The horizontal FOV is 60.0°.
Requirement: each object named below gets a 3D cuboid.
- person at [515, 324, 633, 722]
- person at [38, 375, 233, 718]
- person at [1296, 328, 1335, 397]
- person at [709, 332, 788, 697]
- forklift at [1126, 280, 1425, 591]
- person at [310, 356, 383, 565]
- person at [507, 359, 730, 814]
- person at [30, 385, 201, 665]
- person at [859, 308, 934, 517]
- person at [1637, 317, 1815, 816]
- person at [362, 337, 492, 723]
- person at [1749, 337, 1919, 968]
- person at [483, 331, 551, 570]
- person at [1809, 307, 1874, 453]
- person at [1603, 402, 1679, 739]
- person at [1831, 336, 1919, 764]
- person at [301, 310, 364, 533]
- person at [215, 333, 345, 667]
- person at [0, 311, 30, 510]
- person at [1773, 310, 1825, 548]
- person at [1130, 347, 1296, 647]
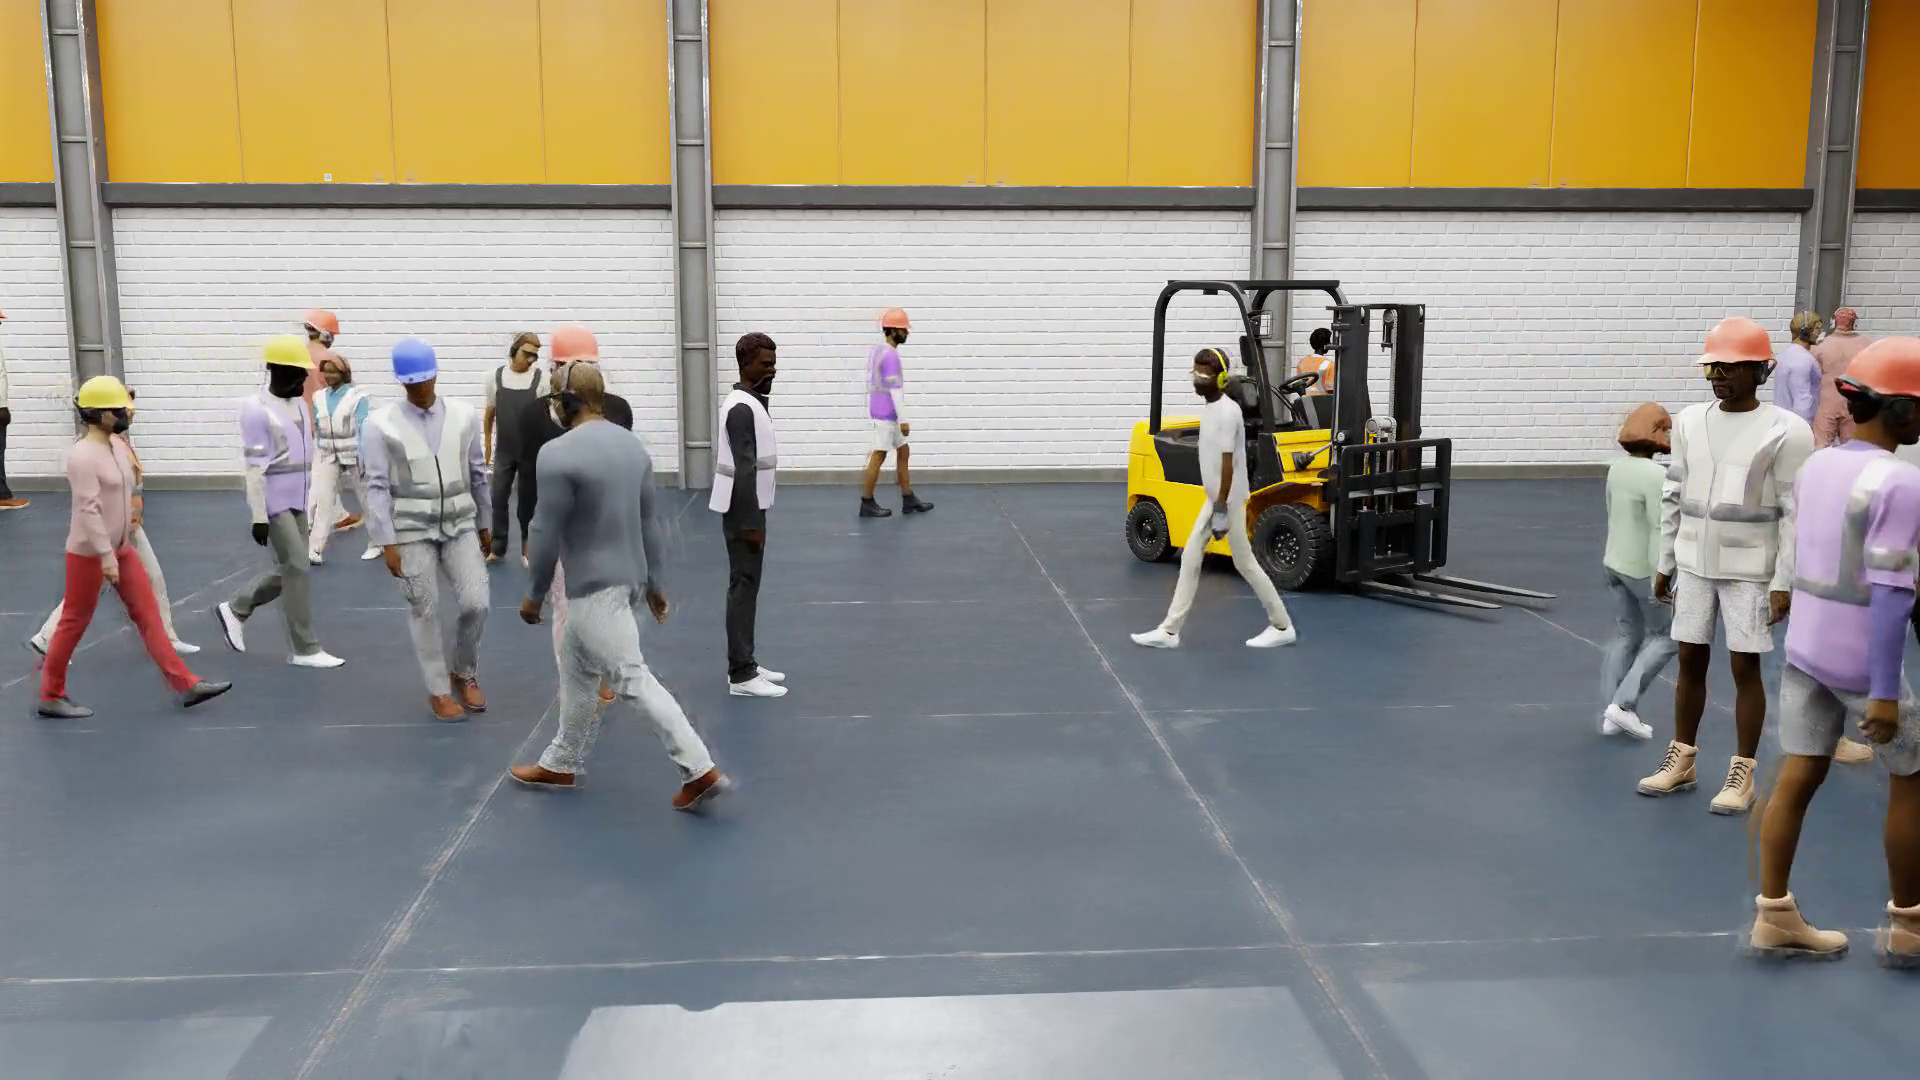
[{"bbox_3d":[-1.873,-0.074,8.210,0.630,1.975,0.433,-5,10,-29],"label":"person"},{"bbox_3d":[-4.208,0.045,8.281,0.929,1.714,0.551,0,9,-3],"label":"person"},{"bbox_3d":[3.609,-1.301,16.833,0.320,1.689,0.530,-6,11,-33],"label":"person"},{"bbox_3d":[-1.126,-0.138,8.823,0.398,1.915,0.588,-1,9,-4],"label":"person"},{"bbox_3d":[2.301,-0.860,12.475,1.214,2.155,2.313,-6,11,-35],"label":"forklift"},{"bbox_3d":[-4.726,-0.593,12.650,0.542,1.590,0.885,2,9,14],"label":"person"},{"bbox_3d":[-1.422,0.194,6.886,1.069,1.887,0.616,3,9,17],"label":"person"},{"bbox_3d":[-4.879,-0.084,9.473,0.827,1.605,0.516,-3,10,-19],"label":"person"},{"bbox_3d":[-0.555,-1.154,15.225,0.845,1.900,0.571,-1,9,-9],"label":"person"},{"bbox_3d":[3.154,0.108,6.873,0.375,2.044,0.605,-7,11,-36],"label":"person"},{"bbox_3d":[-2.579,-0.034,8.147,0.627,1.919,0.458,-7,11,-37],"label":"person"},{"bbox_3d":[2.962,0.373,5.283,0.852,2.014,0.645,-1,9,-4],"label":"person"},{"bbox_3d":[-3.337,-0.664,12.479,0.620,1.802,0.453,0,9,-1],"label":"person"},{"bbox_3d":[8.484,-1.291,16.086,0.651,1.906,0.403,1,9,7],"label":"person"},{"bbox_3d":[3.250,0.155,7.894,0.338,1.614,0.542,-1,9,-6],"label":"person"},{"bbox_3d":[4.286,0.037,7.328,1.028,2.000,0.703,7,11,37],"label":"person"},{"bbox_3d":[-5.365,-0.950,13.948,0.594,1.933,1.005,4,10,23],"label":"person"},{"bbox_3d":[-3.893,-0.218,9.399,0.742,1.898,0.584,1,9,6],"label":"person"},{"bbox_3d":[-9.191,-1.282,15.761,0.613,1.991,0.392,6,11,34],"label":"person"},{"bbox_3d":[6.602,-0.839,13.147,0.371,1.941,0.627,2,9,13],"label":"person"},{"bbox_3d":[1.551,-0.230,9.780,0.985,1.807,0.547,-1,9,-8],"label":"person"}]
